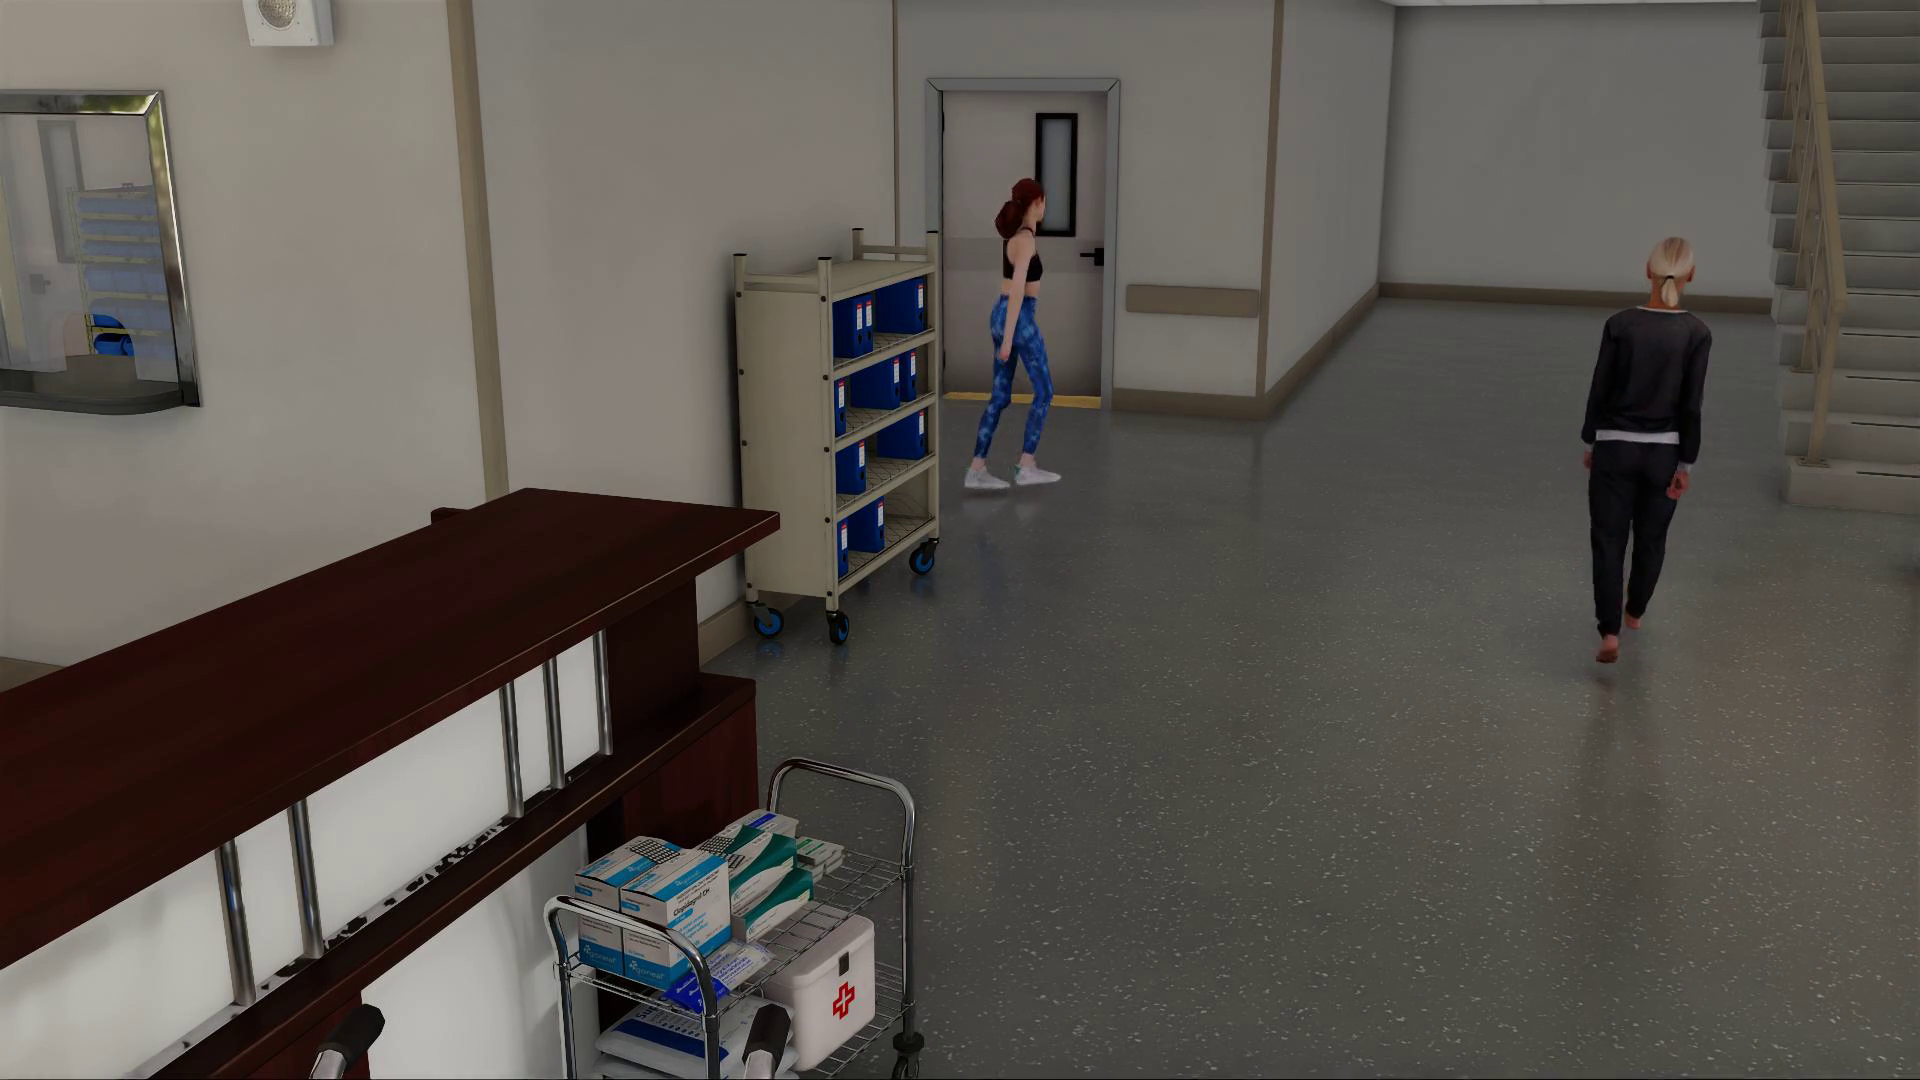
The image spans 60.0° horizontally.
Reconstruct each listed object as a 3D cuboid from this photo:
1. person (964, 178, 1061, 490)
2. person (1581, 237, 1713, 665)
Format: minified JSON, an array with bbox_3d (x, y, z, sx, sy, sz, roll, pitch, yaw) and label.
[{"bbox_3d":[0.243,-1.119,9.379,0.875,1.749,0.839,-3,16,-10],"label":"person"},{"bbox_3d":[2.727,-0.332,6.690,0.629,1.693,1.116,5,16,16],"label":"person"}]
